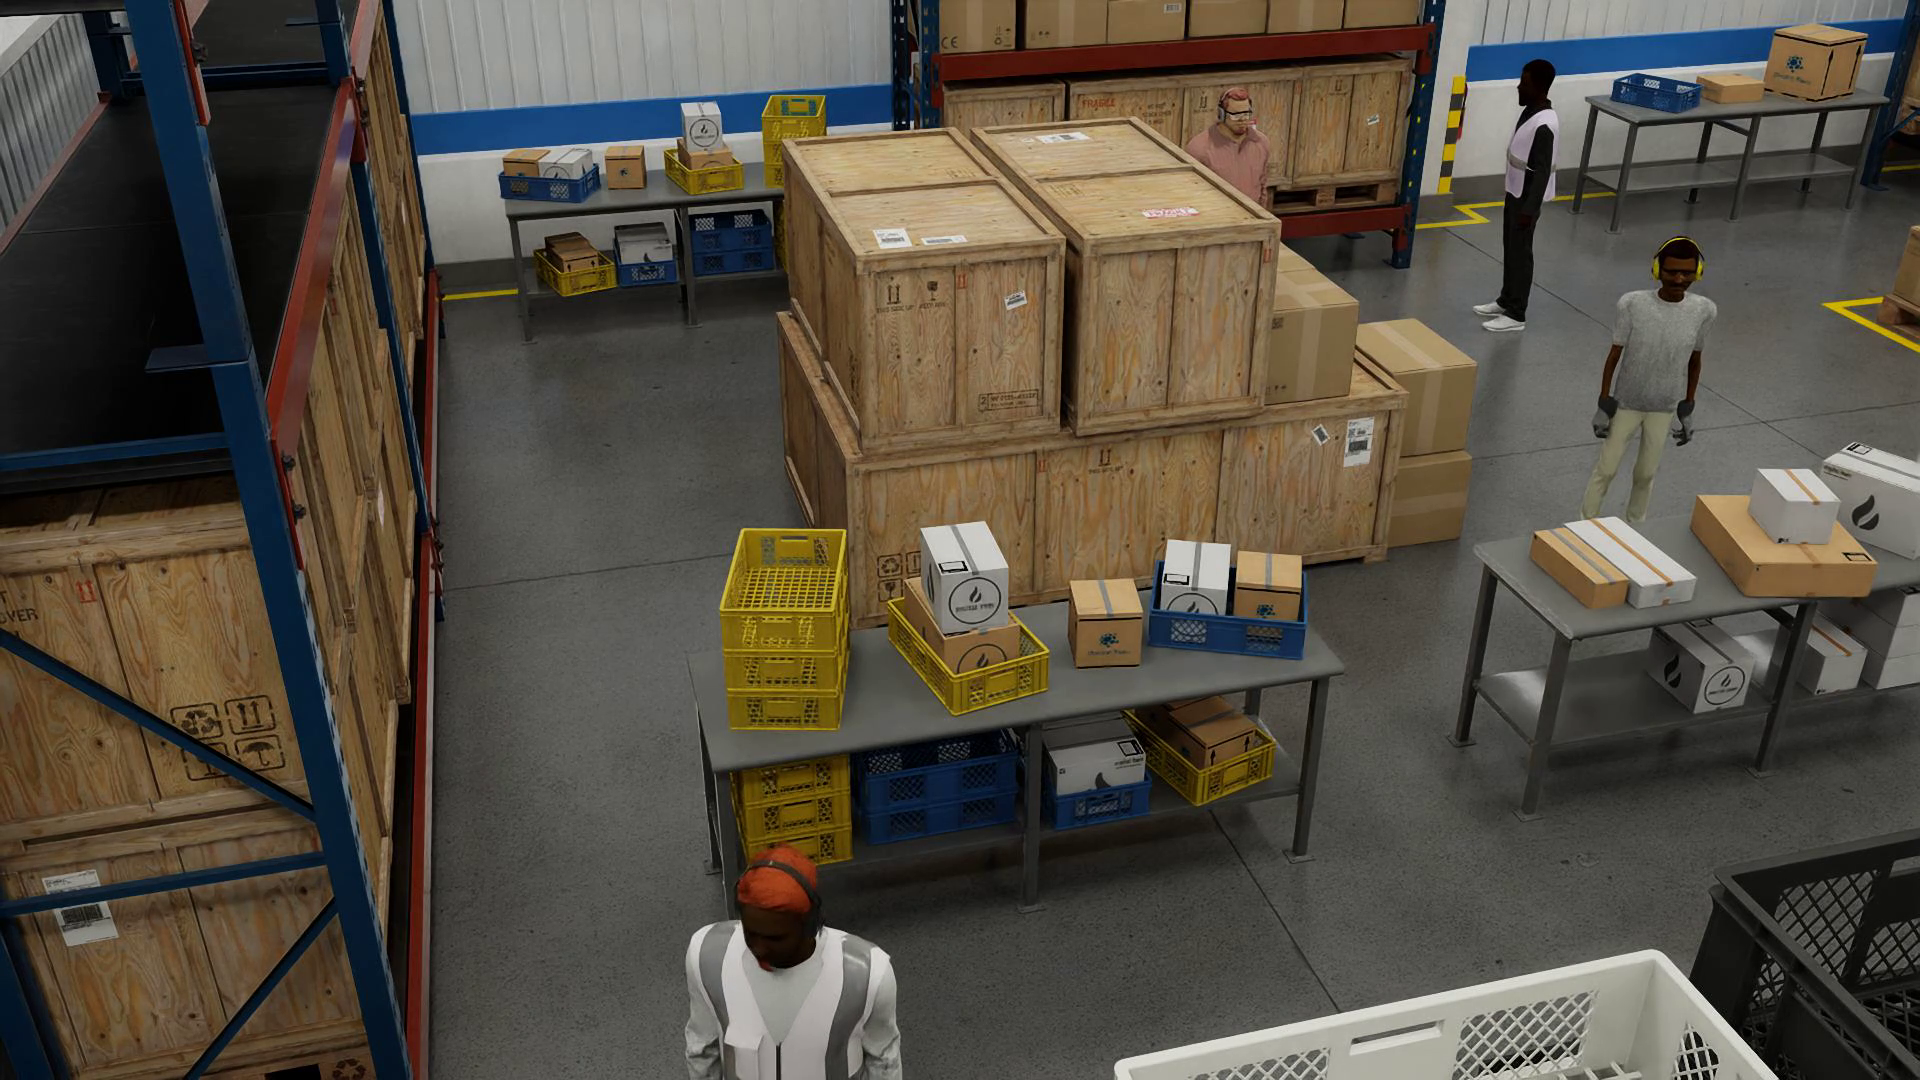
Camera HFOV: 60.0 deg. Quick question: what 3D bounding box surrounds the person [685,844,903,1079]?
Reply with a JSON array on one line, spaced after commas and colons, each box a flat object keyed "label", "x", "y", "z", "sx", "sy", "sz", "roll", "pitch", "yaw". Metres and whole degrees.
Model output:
[{"label": "person", "x": -0.449, "y": 1.588, "z": 4.546, "sx": 0.585, "sy": 1.882, "sz": 0.337, "roll": 4, "pitch": 29, "yaw": 8}]

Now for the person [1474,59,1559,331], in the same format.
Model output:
[{"label": "person", "x": 4.013, "y": -2.440, "z": 11.822, "sx": 0.376, "sy": 1.917, "sz": 0.600, "roll": 3, "pitch": 29, "yaw": 5}]

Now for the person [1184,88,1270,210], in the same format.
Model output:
[{"label": "person", "x": 1.784, "y": -2.073, "z": 11.167, "sx": 0.643, "sy": 1.909, "sz": 0.410, "roll": -12, "pitch": 31, "yaw": -20}]

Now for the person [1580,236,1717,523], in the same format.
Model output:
[{"label": "person", "x": 3.587, "y": -0.685, "z": 8.686, "sx": 0.521, "sy": 1.873, "sz": 0.334, "roll": 4, "pitch": 29, "yaw": 7}]
